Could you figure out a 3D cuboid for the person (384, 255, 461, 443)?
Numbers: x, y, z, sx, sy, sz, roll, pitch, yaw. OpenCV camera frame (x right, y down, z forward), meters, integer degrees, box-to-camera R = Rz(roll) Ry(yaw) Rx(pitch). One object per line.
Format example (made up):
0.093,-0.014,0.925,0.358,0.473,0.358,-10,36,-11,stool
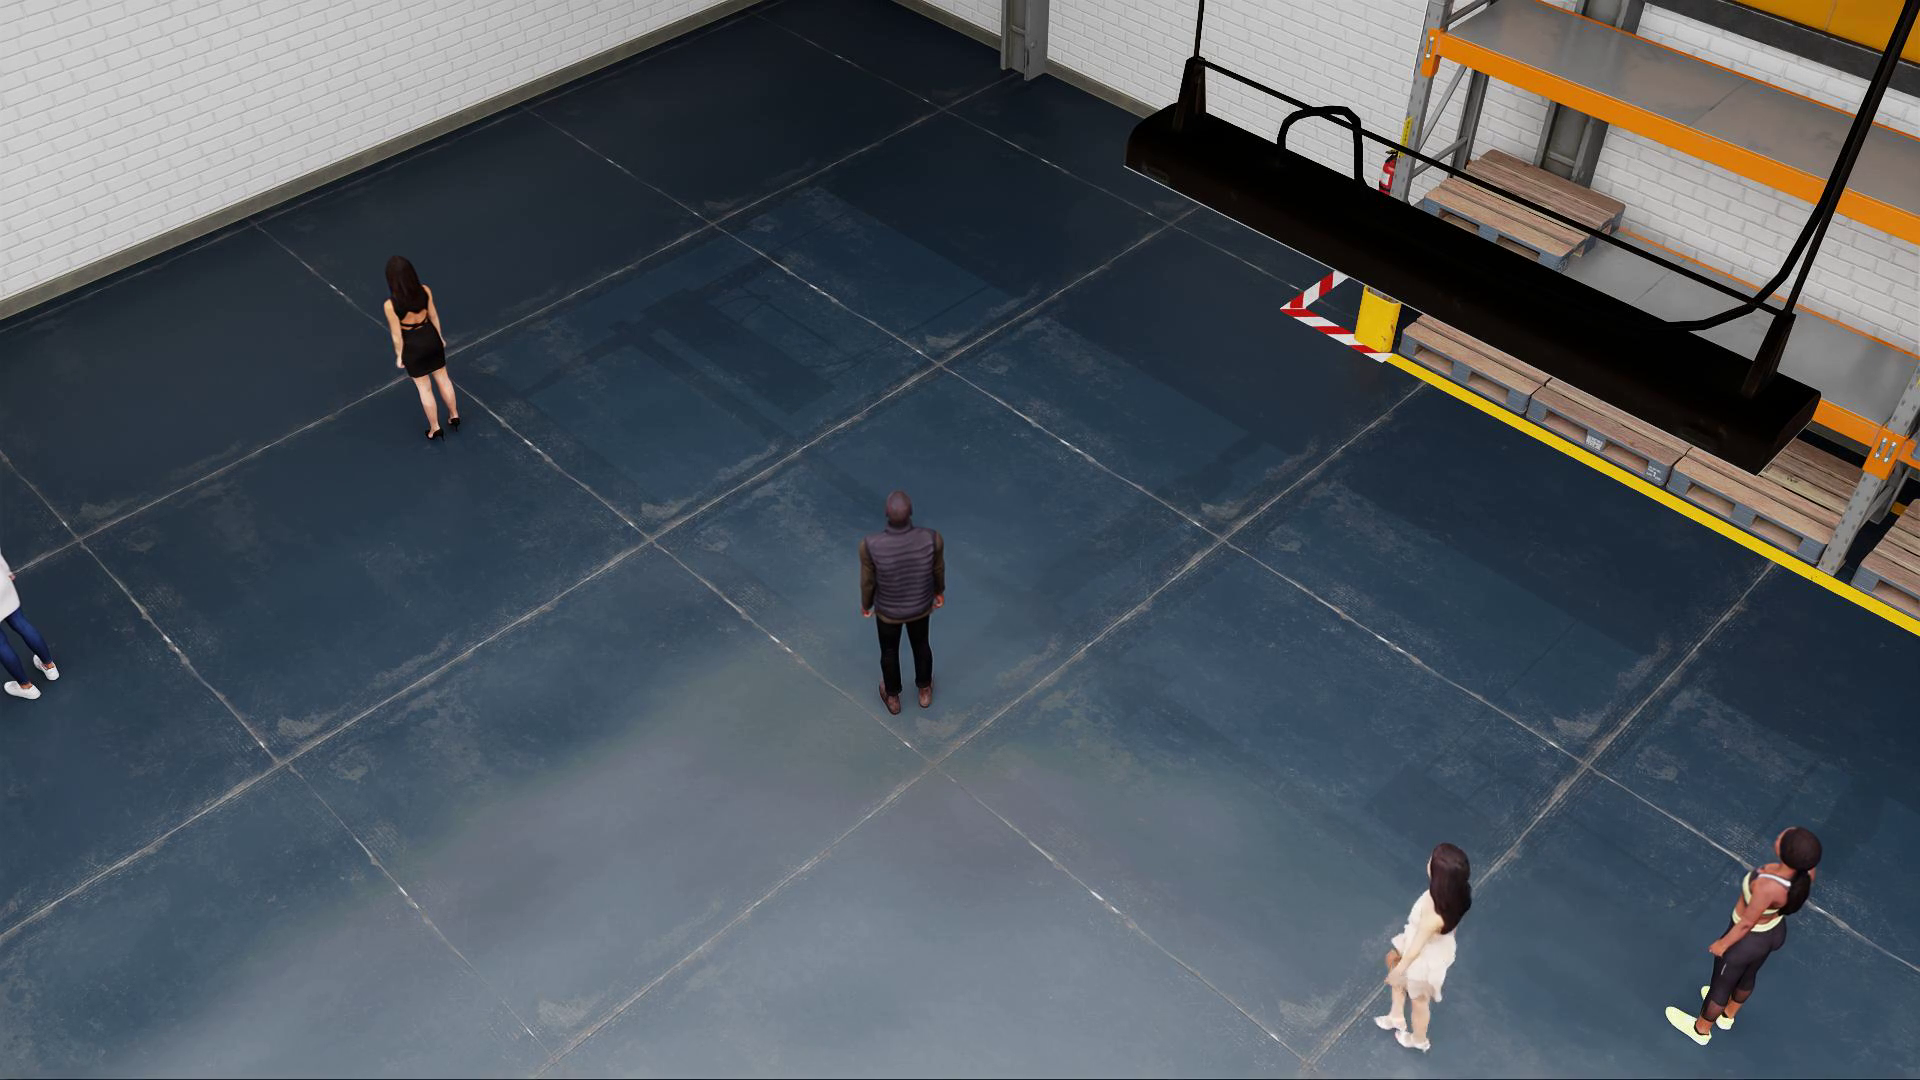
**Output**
-4.091,-1.450,12.653,0.549,1.650,0.465,-34,53,-30,person

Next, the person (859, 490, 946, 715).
-0.368,0.398,10.578,0.780,1.835,0.771,-9,44,-9,person

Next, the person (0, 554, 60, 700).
-6.288,0.332,10.691,0.639,1.775,0.676,20,47,20,person

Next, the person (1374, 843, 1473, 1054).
2.530,2.245,8.727,0.637,1.716,0.634,28,50,26,person

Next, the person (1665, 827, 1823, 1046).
4.218,2.111,8.839,0.620,1.755,0.605,-19,47,-19,person
